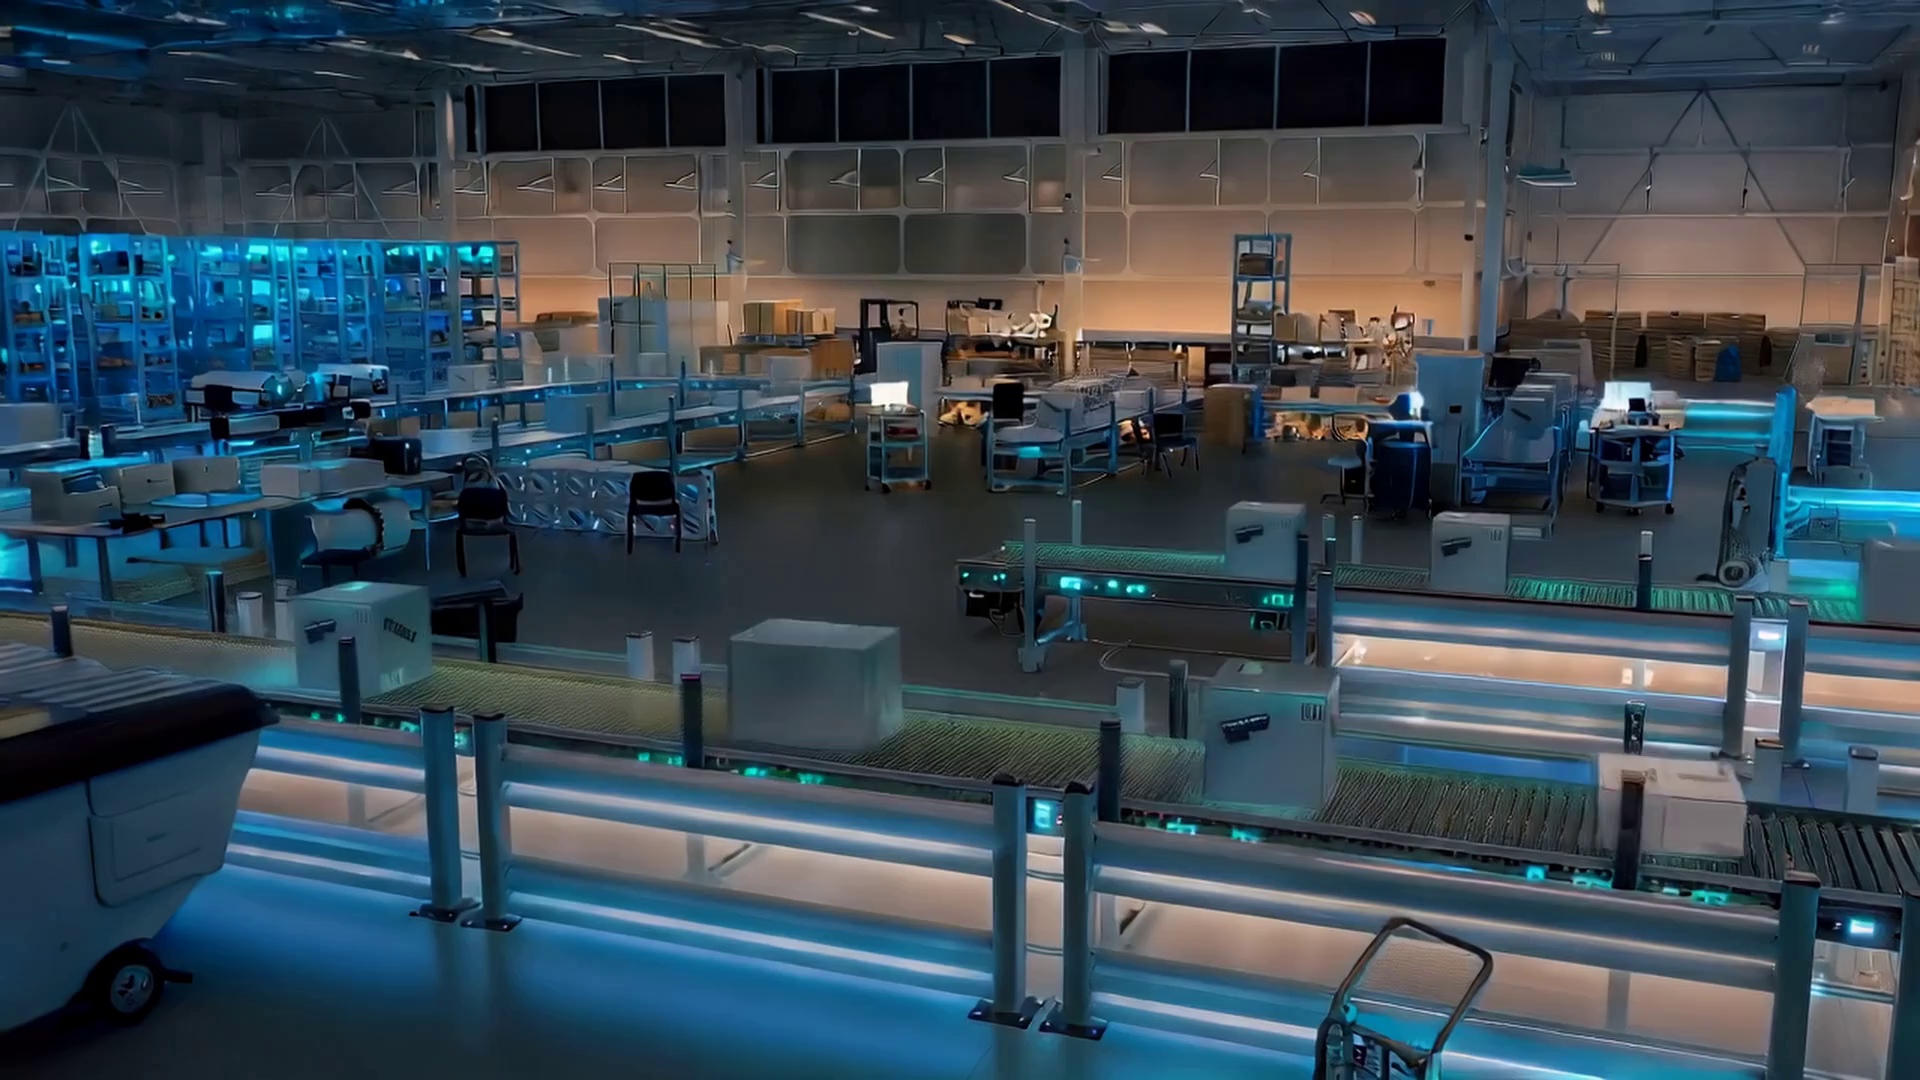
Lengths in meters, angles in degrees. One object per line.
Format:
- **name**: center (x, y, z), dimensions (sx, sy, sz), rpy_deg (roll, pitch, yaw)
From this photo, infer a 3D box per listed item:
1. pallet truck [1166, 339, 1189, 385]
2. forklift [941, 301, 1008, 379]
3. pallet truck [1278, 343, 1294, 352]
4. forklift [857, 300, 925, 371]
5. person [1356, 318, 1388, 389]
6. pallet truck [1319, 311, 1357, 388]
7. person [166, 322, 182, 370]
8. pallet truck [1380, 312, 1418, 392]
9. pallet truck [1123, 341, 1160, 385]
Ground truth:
- **pallet truck**: center (5.418, -4.269, 40.420), dimensions (0.704, 1.261, 1.522), rpy_deg (3, 10, 20)
- **forklift**: center (0.365, -4.966, 41.571), dimensions (1.157, 1.987, 2.680), rpy_deg (3, 10, 20)
- **pallet truck**: center (7.886, -4.163, 39.743), dimensions (0.653, 1.274, 1.630), rpy_deg (4, 10, 22)
- **forklift**: center (-1.732, -5.109, 42.468), dimensions (1.157, 1.987, 2.680), rpy_deg (4, 10, 22)
- **person**: center (9.326, -4.058, 37.441), dimensions (0.972, 1.870, 0.649), rpy_deg (5, 11, 29)
- **pallet truck**: center (9.071, -4.419, 39.190), dimensions (0.823, 1.965, 1.885), rpy_deg (5, 10, 26)
- **person**: center (-17.744, -4.033, 37.469), dimensions (0.390, 1.802, 0.789), rpy_deg (2, 10, 10)
- **pallet truck**: center (10.207, -4.283, 38.369), dimensions (0.823, 1.965, 1.885), rpy_deg (3, 10, 20)
- **pallet truck**: center (4.445, -4.380, 41.279), dimensions (0.680, 1.201, 1.601), rpy_deg (4, 10, 22)
